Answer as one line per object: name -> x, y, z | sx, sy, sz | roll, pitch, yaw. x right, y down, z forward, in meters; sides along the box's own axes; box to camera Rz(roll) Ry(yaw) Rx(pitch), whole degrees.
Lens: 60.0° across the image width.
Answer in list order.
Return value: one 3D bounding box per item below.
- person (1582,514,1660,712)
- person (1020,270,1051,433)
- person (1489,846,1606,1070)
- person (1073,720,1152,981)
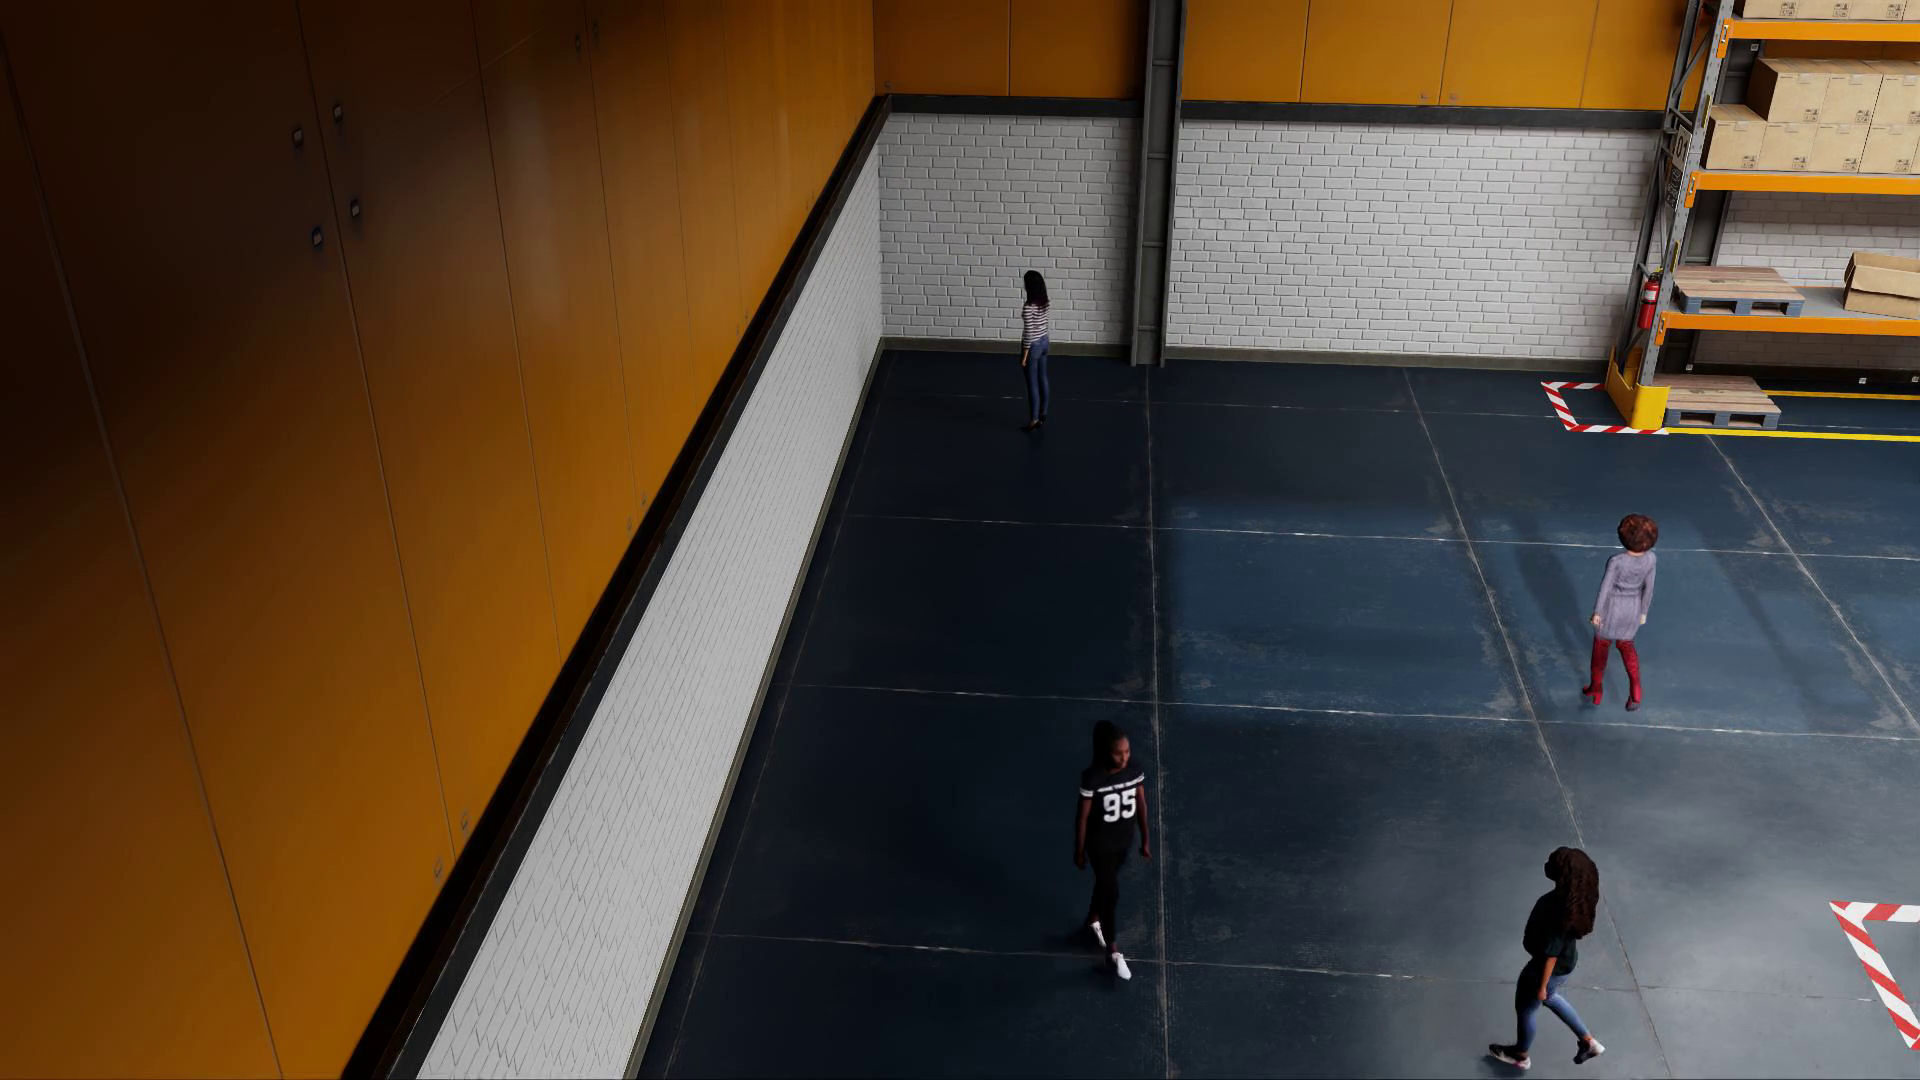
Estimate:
person -> 5.172, 0.616, 12.939 | 0.860, 1.697, 0.765 | -4, 29, -7
person -> 0.800, -1.998, 17.630 | 0.656, 1.794, 0.649 | 19, 34, 31
person -> 3.496, 2.479, 9.623 | 0.951, 1.603, 0.809 | 16, 33, 27
person -> 0.899, 1.878, 10.608 | 0.915, 1.715, 0.948 | -17, 33, -28
